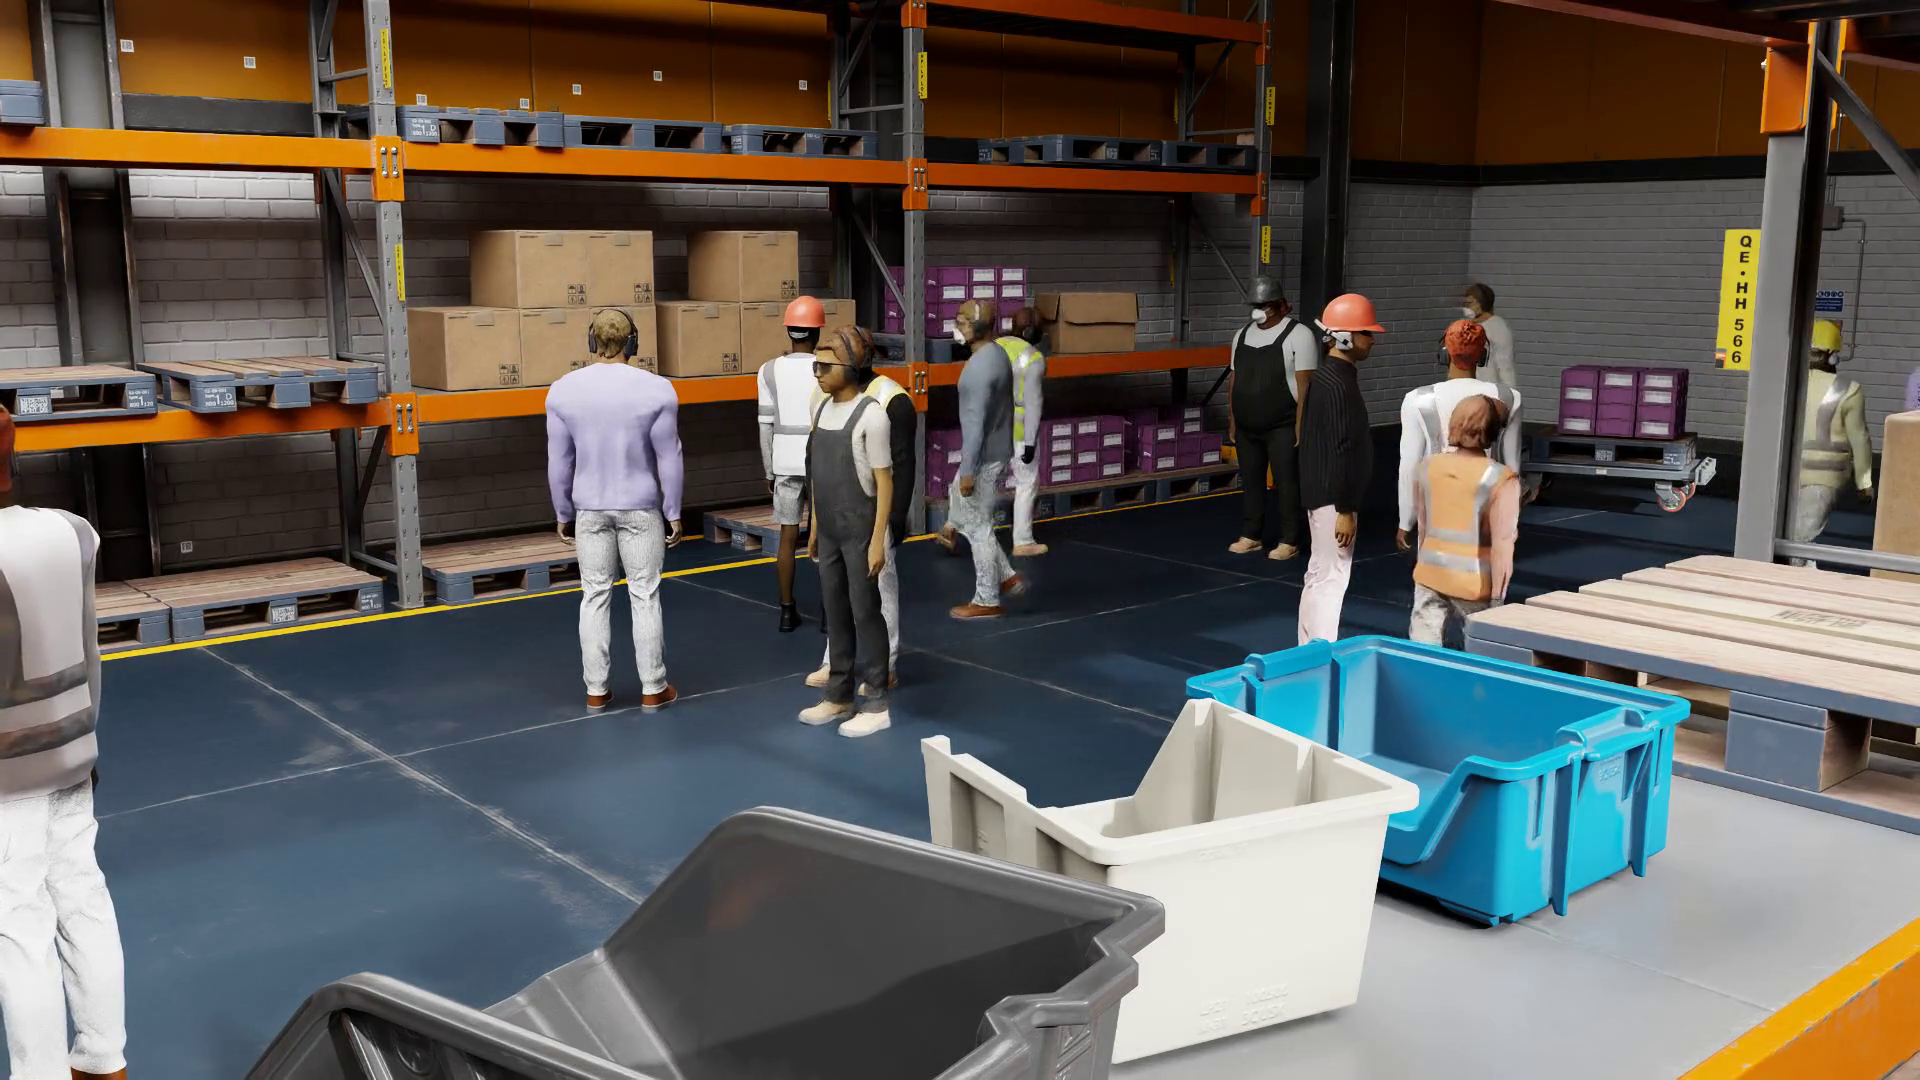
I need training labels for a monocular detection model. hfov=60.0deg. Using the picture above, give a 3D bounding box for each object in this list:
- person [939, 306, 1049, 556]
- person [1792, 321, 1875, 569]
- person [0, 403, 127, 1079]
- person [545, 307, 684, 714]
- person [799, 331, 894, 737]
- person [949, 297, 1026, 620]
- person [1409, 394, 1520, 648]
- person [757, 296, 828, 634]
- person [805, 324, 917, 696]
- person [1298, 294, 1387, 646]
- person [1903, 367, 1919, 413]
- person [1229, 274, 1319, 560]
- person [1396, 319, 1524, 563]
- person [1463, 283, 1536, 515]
[{"bbox_3d":[0.270,-0.748,11.768,0.746,1.804,0.656,-9,13,-40],"label":"person"},{"bbox_3d":[5.016,-0.381,9.758,0.945,1.783,0.594,-6,12,-30],"label":"person"},{"bbox_3d":[-2.315,0.582,4.076,0.355,1.883,0.573,1,10,7],"label":"person"},{"bbox_3d":[-1.625,-0.131,7.909,0.635,1.937,0.352,0,10,1],"label":"person"},{"bbox_3d":[-0.515,-0.028,7.592,0.326,1.843,0.515,-9,13,-41],"label":"person"},{"bbox_3d":[0.103,-0.466,9.833,0.436,1.920,0.649,2,10,9],"label":"person"},{"bbox_3d":[2.148,0.195,6.997,0.763,1.604,0.532,-9,13,-40],"label":"person"},{"bbox_3d":[-0.878,-0.422,9.542,0.544,1.939,0.354,2,10,10],"label":"person"},{"bbox_3d":[-0.522,-0.146,8.264,0.634,1.841,0.429,7,12,34],"label":"person"},{"bbox_3d":[1.845,-0.197,8.119,0.387,1.992,0.626,1,10,4],"label":"person"},{"bbox_3d":[5.442,-0.308,9.046,0.653,1.893,0.536,9,13,41],"label":"person"},{"bbox_3d":[2.169,-0.887,11.857,0.687,2.000,0.535,10,14,43],"label":"person"},{"bbox_3d":[2.356,-0.100,7.897,0.574,1.883,0.356,0,10,3],"label":"person"},{"bbox_3d":[4.187,-1.077,13.271,0.826,1.918,0.673,-1,10,-5],"label":"person"}]
